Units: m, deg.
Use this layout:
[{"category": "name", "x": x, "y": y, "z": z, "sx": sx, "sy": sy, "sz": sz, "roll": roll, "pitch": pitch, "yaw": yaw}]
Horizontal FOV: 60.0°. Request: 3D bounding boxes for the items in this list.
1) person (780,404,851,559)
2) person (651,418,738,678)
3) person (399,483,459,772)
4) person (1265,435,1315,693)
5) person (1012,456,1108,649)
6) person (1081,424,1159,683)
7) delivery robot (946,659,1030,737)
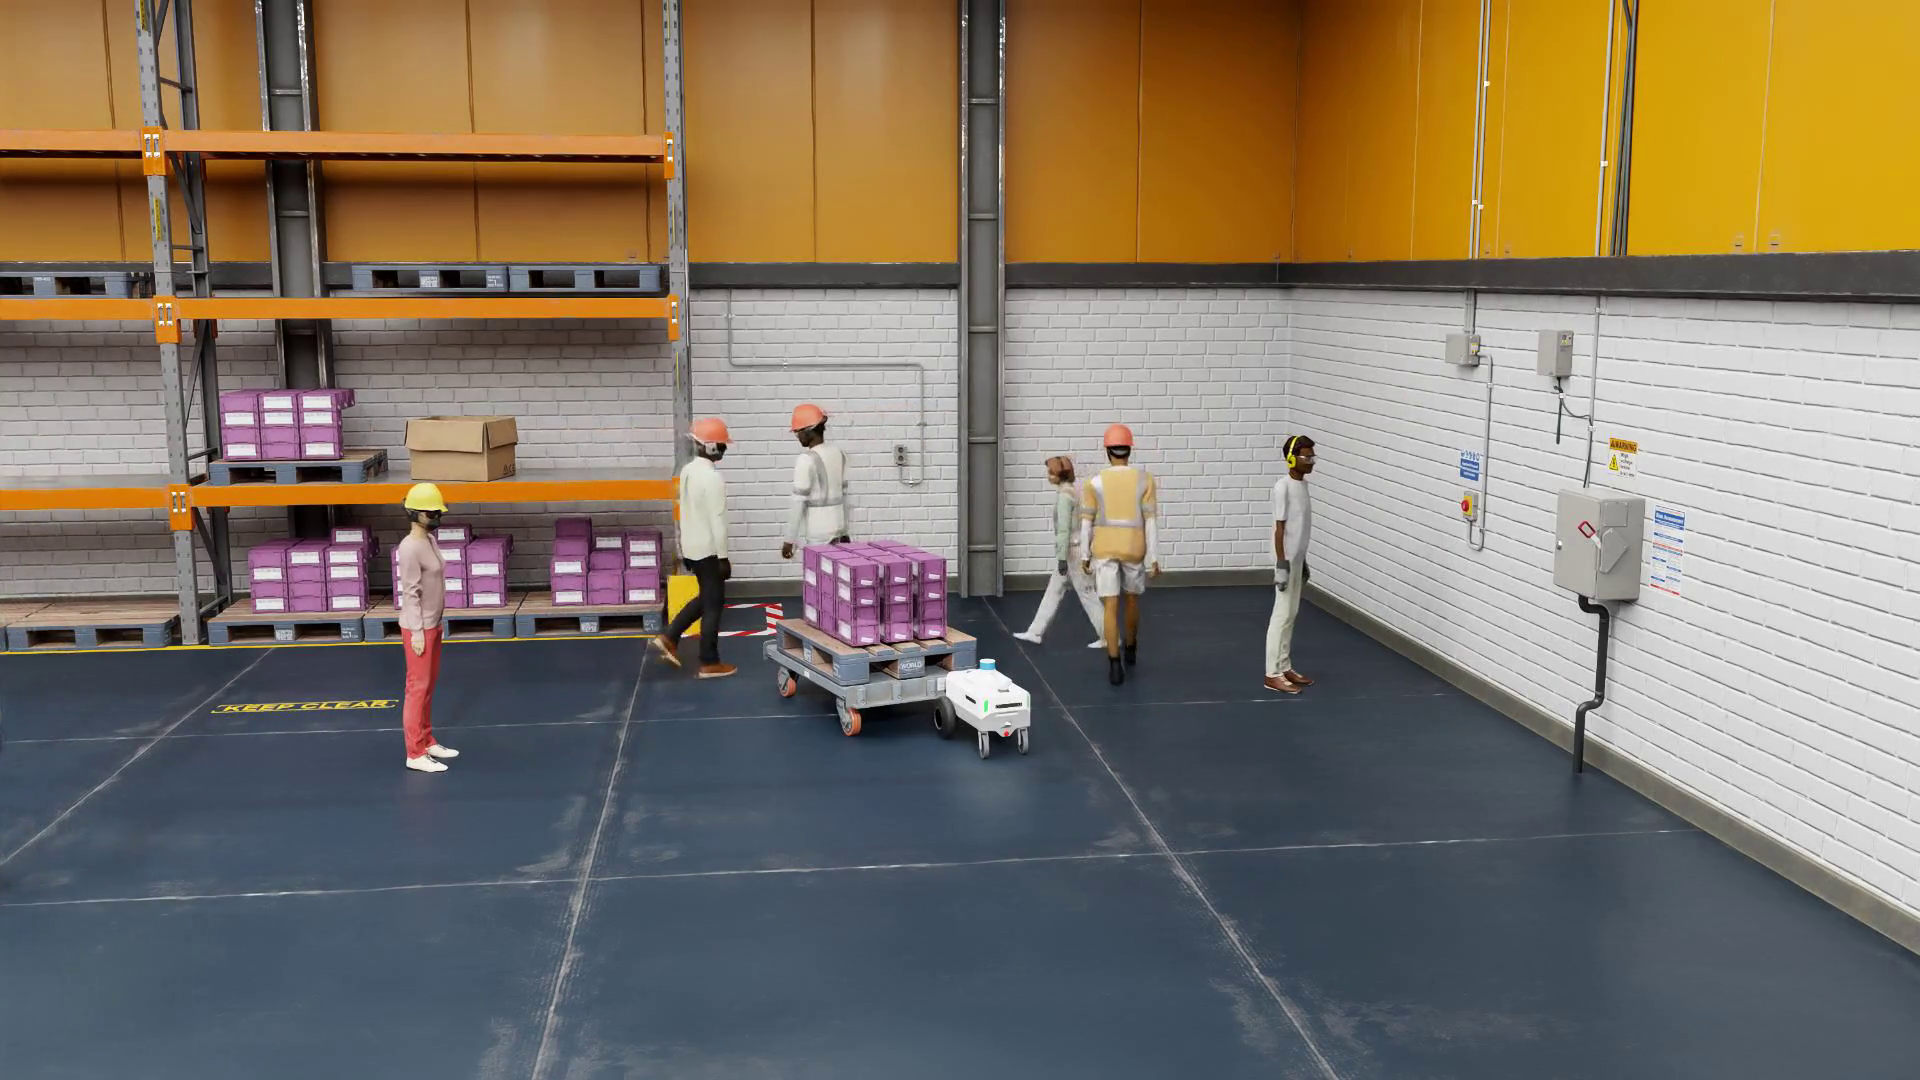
[{"category": "person", "x": -1.132, "y": -0.067, "z": 13.129, "sx": 0.465, "sy": 2.010, "sz": 0.614, "roll": 4, "pitch": 10, "yaw": 23}, {"category": "person", "x": -1.943, "y": 0.075, "z": 12.403, "sx": 0.568, "sy": 1.971, "sz": 0.611, "roll": -5, "pitch": 10, "yaw": -30}, {"category": "person", "x": -3.261, "y": 0.527, "z": 10.195, "sx": 0.317, "sy": 1.766, "sz": 0.534, "roll": -1, "pitch": 9, "yaw": -4}, {"category": "person", "x": 2.428, "y": 0.165, "z": 12.123, "sx": 0.325, "sy": 1.871, "sz": 0.516, "roll": 5, "pitch": 11, "yaw": 30}, {"category": "person", "x": 0.875, "y": 0.107, "z": 13.374, "sx": 0.864, "sy": 1.576, "sz": 0.575, "roll": 1, "pitch": 9, "yaw": 4}, {"category": "person", "x": 1.204, "y": 0.074, "z": 12.589, "sx": 0.571, "sy": 1.895, "sz": 0.954, "roll": 1, "pitch": 9, "yaw": 4}, {"category": "delivery robot", "x": 0.176, "y": 1.007, "z": 10.664, "sx": 0.477, "sy": 0.478, "sz": 0.707, "roll": -3, "pitch": 10, "yaw": -21}]
